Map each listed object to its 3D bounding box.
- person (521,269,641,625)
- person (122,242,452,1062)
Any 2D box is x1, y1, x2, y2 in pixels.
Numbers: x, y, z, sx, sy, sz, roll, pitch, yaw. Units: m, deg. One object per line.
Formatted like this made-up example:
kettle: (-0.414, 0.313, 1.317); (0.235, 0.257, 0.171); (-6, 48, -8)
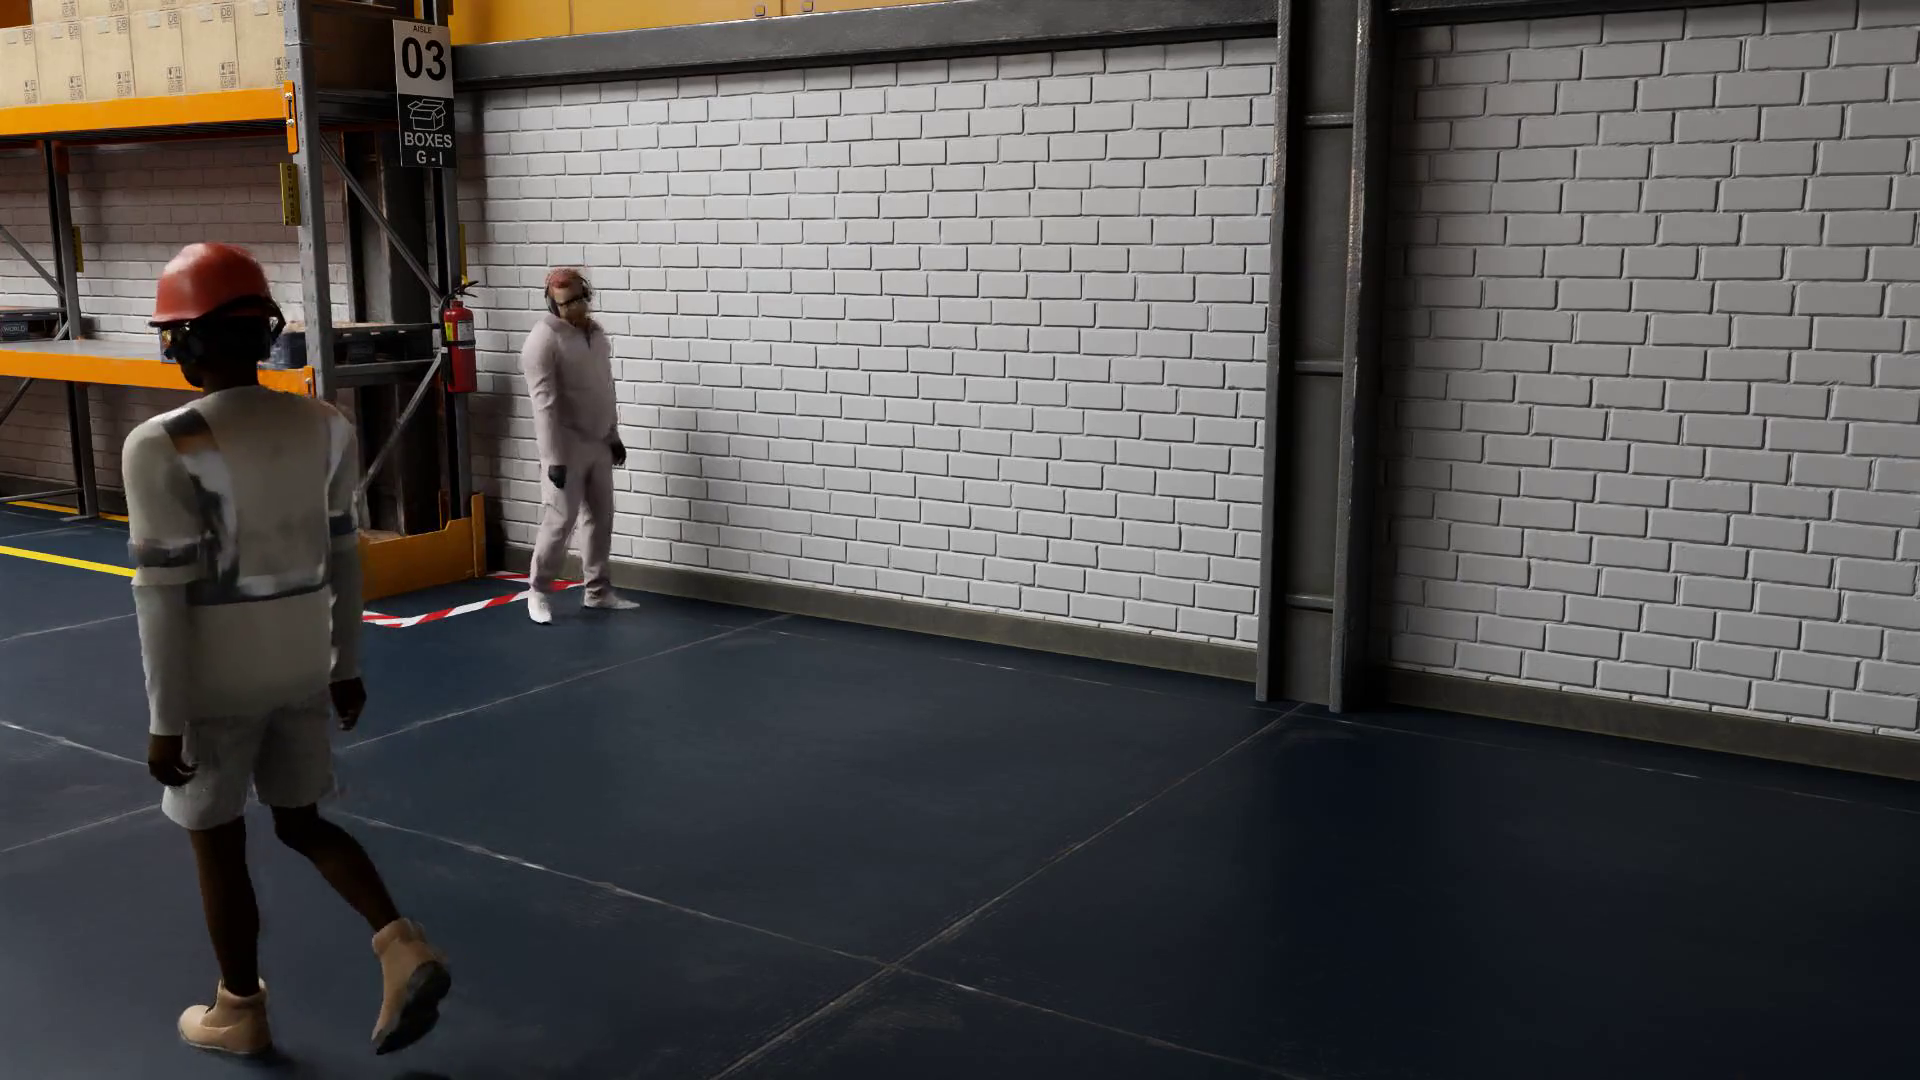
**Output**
person: (-2.043, -0.494, 8.866); (0.451, 1.882, 0.719); (4, 11, 20)
person: (-1.629, 0.317, 3.943); (0.734, 2.023, 0.611); (5, 12, 28)
